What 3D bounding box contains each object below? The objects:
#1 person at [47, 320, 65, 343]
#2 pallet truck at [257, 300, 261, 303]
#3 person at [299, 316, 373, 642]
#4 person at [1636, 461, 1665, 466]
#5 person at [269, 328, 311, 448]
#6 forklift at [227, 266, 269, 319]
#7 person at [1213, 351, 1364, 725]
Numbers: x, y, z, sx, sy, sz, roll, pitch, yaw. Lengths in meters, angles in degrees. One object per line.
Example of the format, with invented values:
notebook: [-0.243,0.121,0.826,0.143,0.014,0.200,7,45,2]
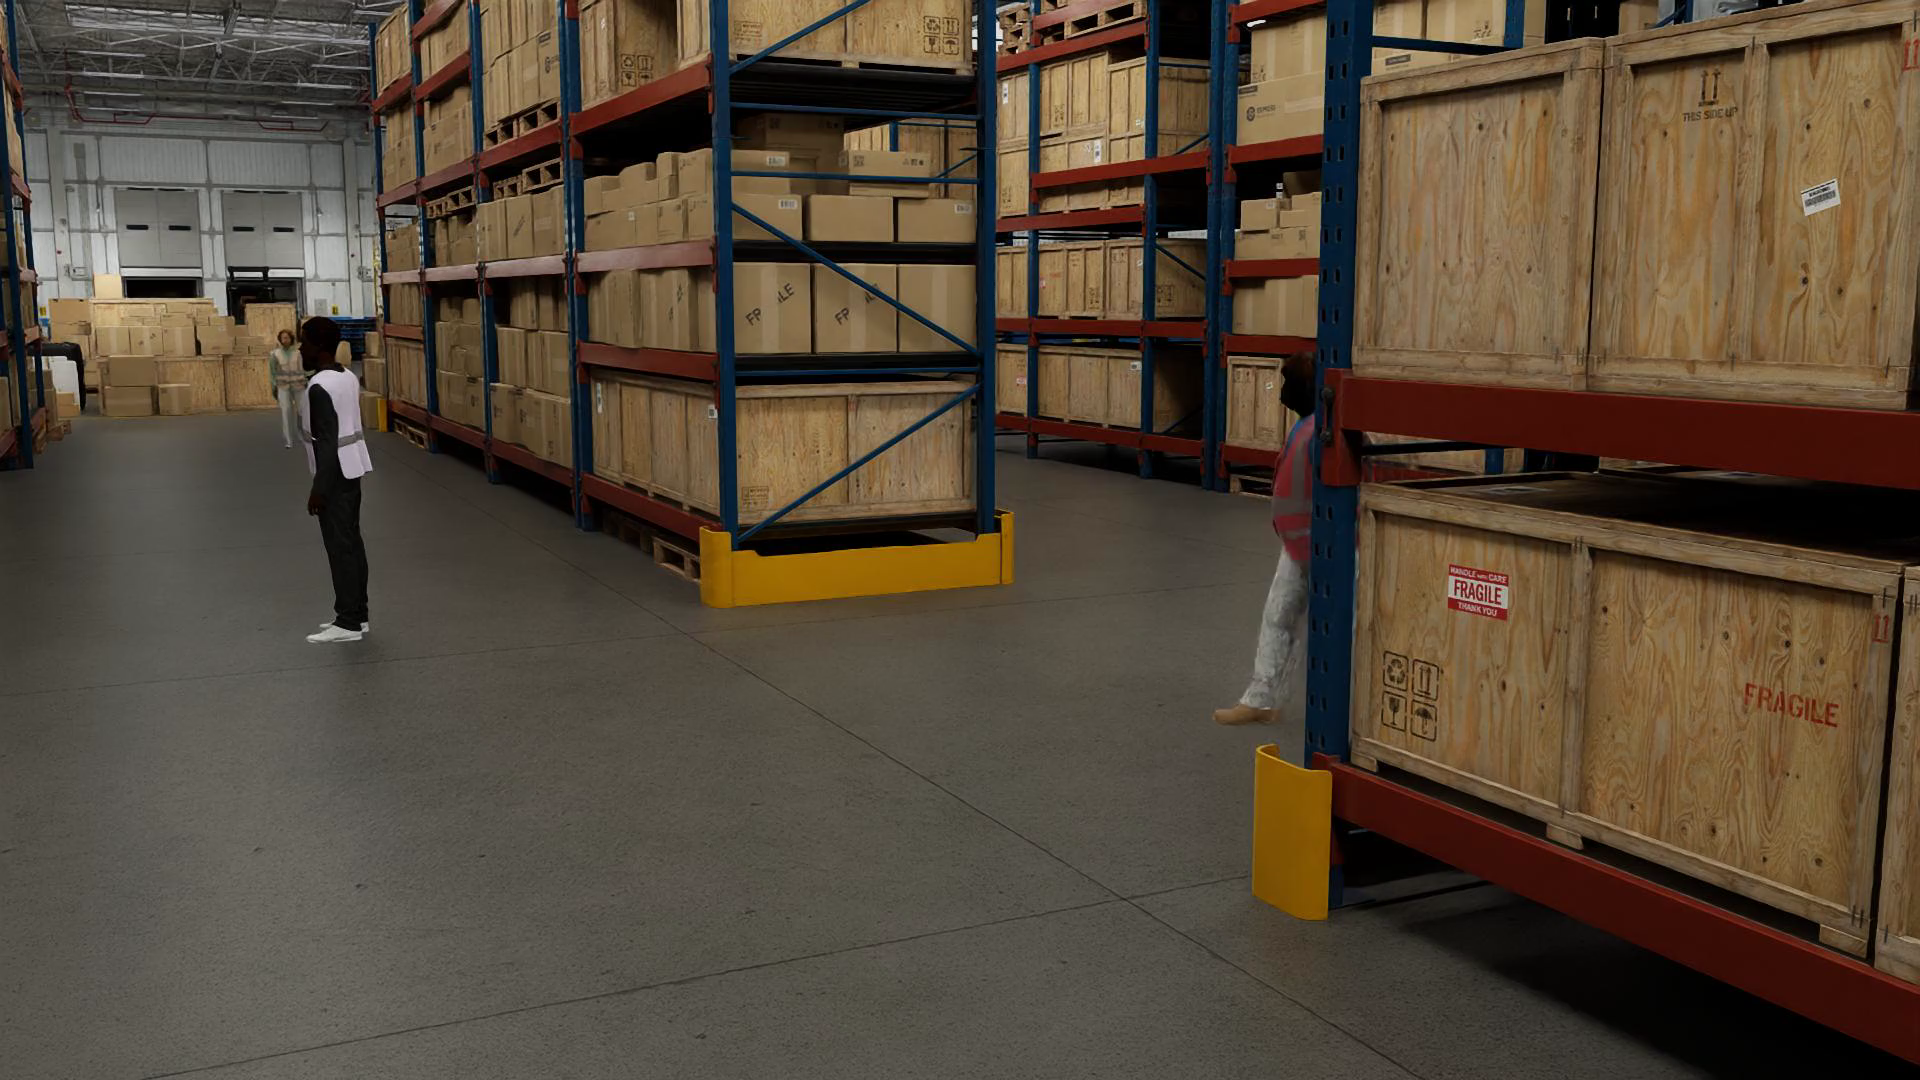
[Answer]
person: [-27.959,-6.244,51.492,0.529,1.605,0.736,-4,9,-23]
pallet truck: [-23.913,-7.404,58.171,1.885,1.965,0.823,-1,8,-9]
person: [-3.692,-0.356,9.837,0.390,1.920,0.587,-1,8,-6]
person: [5.226,-0.586,12.407,0.285,1.633,0.500,-4,9,-24]
person: [-9.102,-2.065,22.618,0.532,1.624,0.456,-3,9,-19]
forklift: [-17.554,-5.381,41.192,1.129,2.768,1.873,-4,9,-26]
person: [1.743,0.015,7.748,0.986,1.797,0.634,0,8,0]
